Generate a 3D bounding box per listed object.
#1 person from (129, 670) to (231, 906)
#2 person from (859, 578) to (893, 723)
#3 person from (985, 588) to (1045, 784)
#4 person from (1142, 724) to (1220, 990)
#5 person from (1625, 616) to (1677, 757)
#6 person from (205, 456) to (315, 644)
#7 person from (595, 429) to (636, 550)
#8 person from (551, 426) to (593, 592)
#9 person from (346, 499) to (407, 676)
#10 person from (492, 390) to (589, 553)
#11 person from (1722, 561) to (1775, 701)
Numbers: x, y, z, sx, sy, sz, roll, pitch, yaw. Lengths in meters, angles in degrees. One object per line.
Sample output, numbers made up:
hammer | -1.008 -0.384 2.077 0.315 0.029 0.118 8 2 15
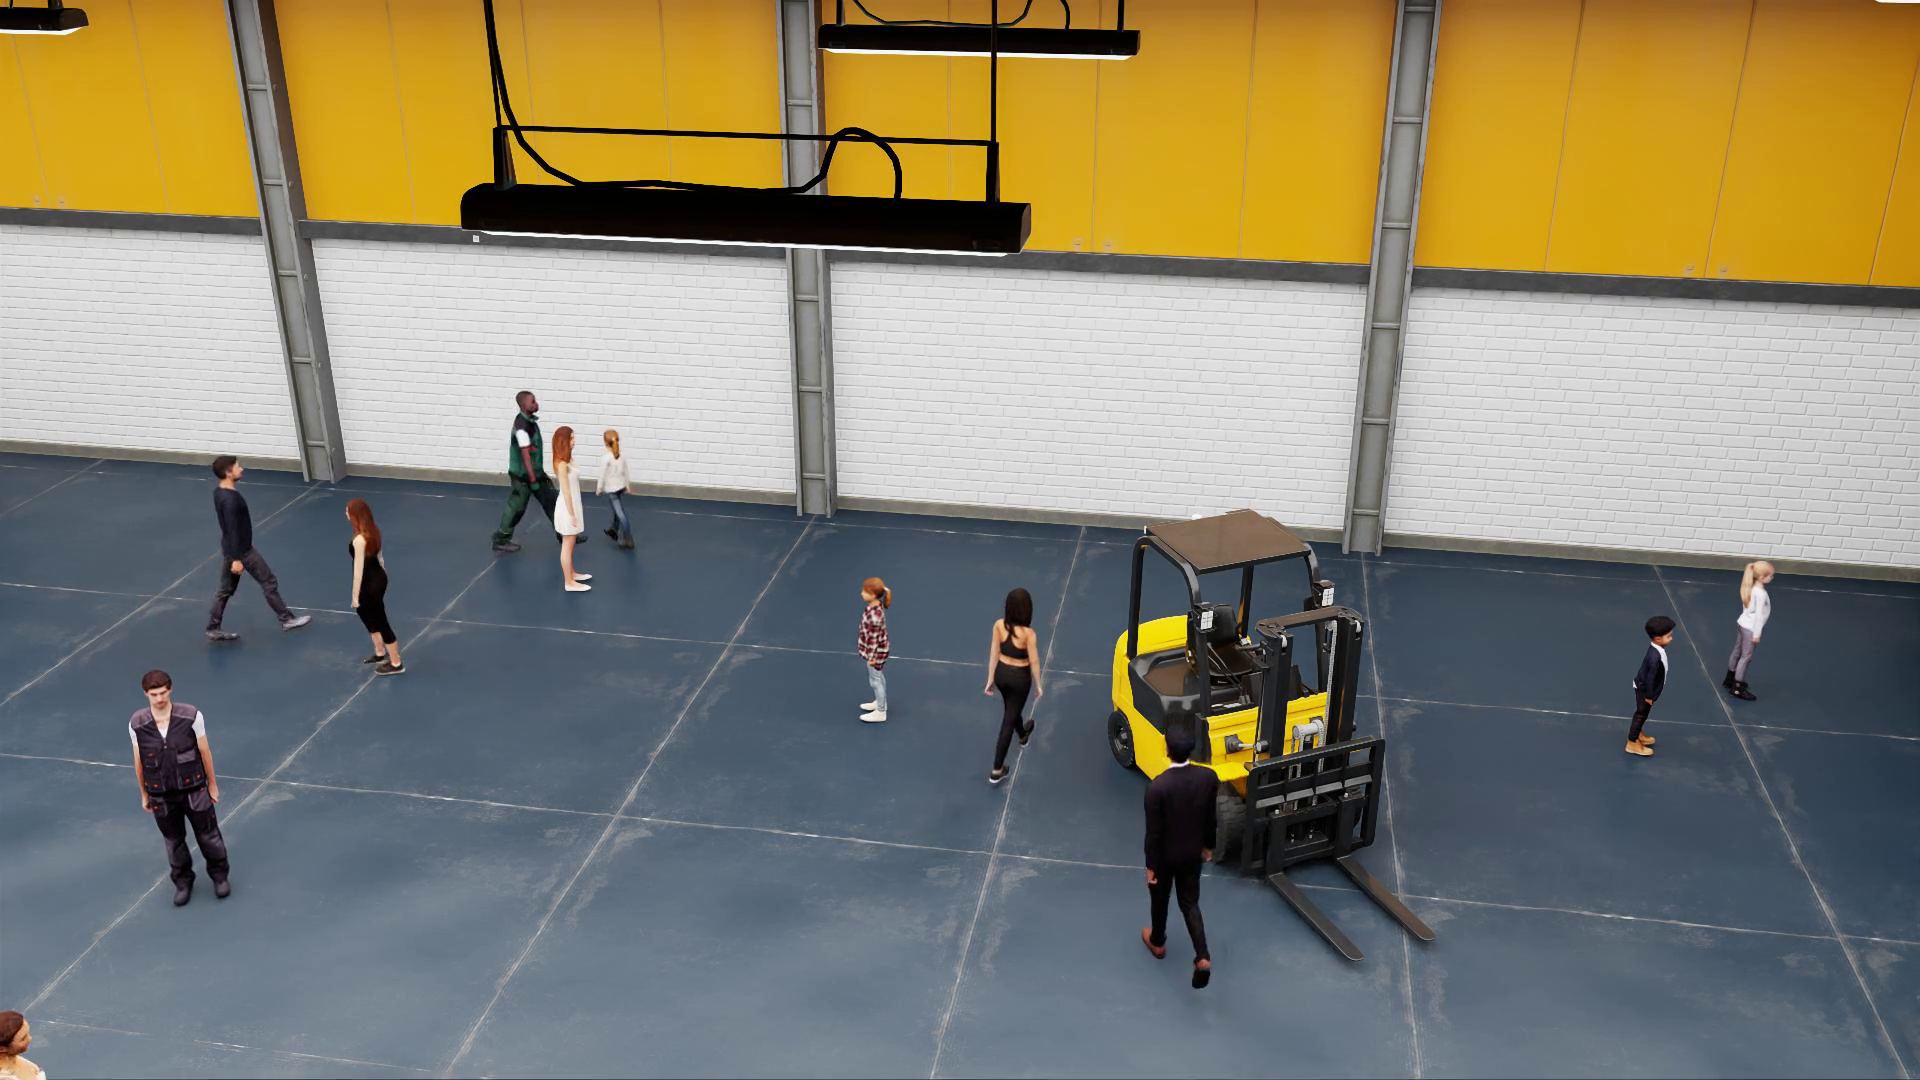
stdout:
person | -5.524 1.736 11.758 0.696 1.843 0.811 -7 25 -16
person | -0.716 0.927 14.278 0.551 1.306 0.558 0 24 1
person | 0.386 1.190 13.304 1.073 1.605 0.894 13 27 28
person | 1.464 2.090 10.924 1.171 1.862 1.088 -7 25 -16
person | 5.705 1.188 13.786 0.538 1.223 0.545 11 26 23
person | -6.794 0.136 15.444 1.240 1.822 1.178 -15 28 -31
person | -3.593 -0.515 17.584 0.832 1.301 0.687 16 28 33
person | -3.925 -0.328 16.651 0.620 1.706 0.620 -3 24 -7
person | -5.175 0.425 14.913 0.699 1.717 0.664 -1 24 -2
person | -4.588 -0.658 17.311 1.297 1.781 0.907 -2 24 -5
person | 6.965 0.769 14.673 0.478 1.279 0.482 3 24 7
